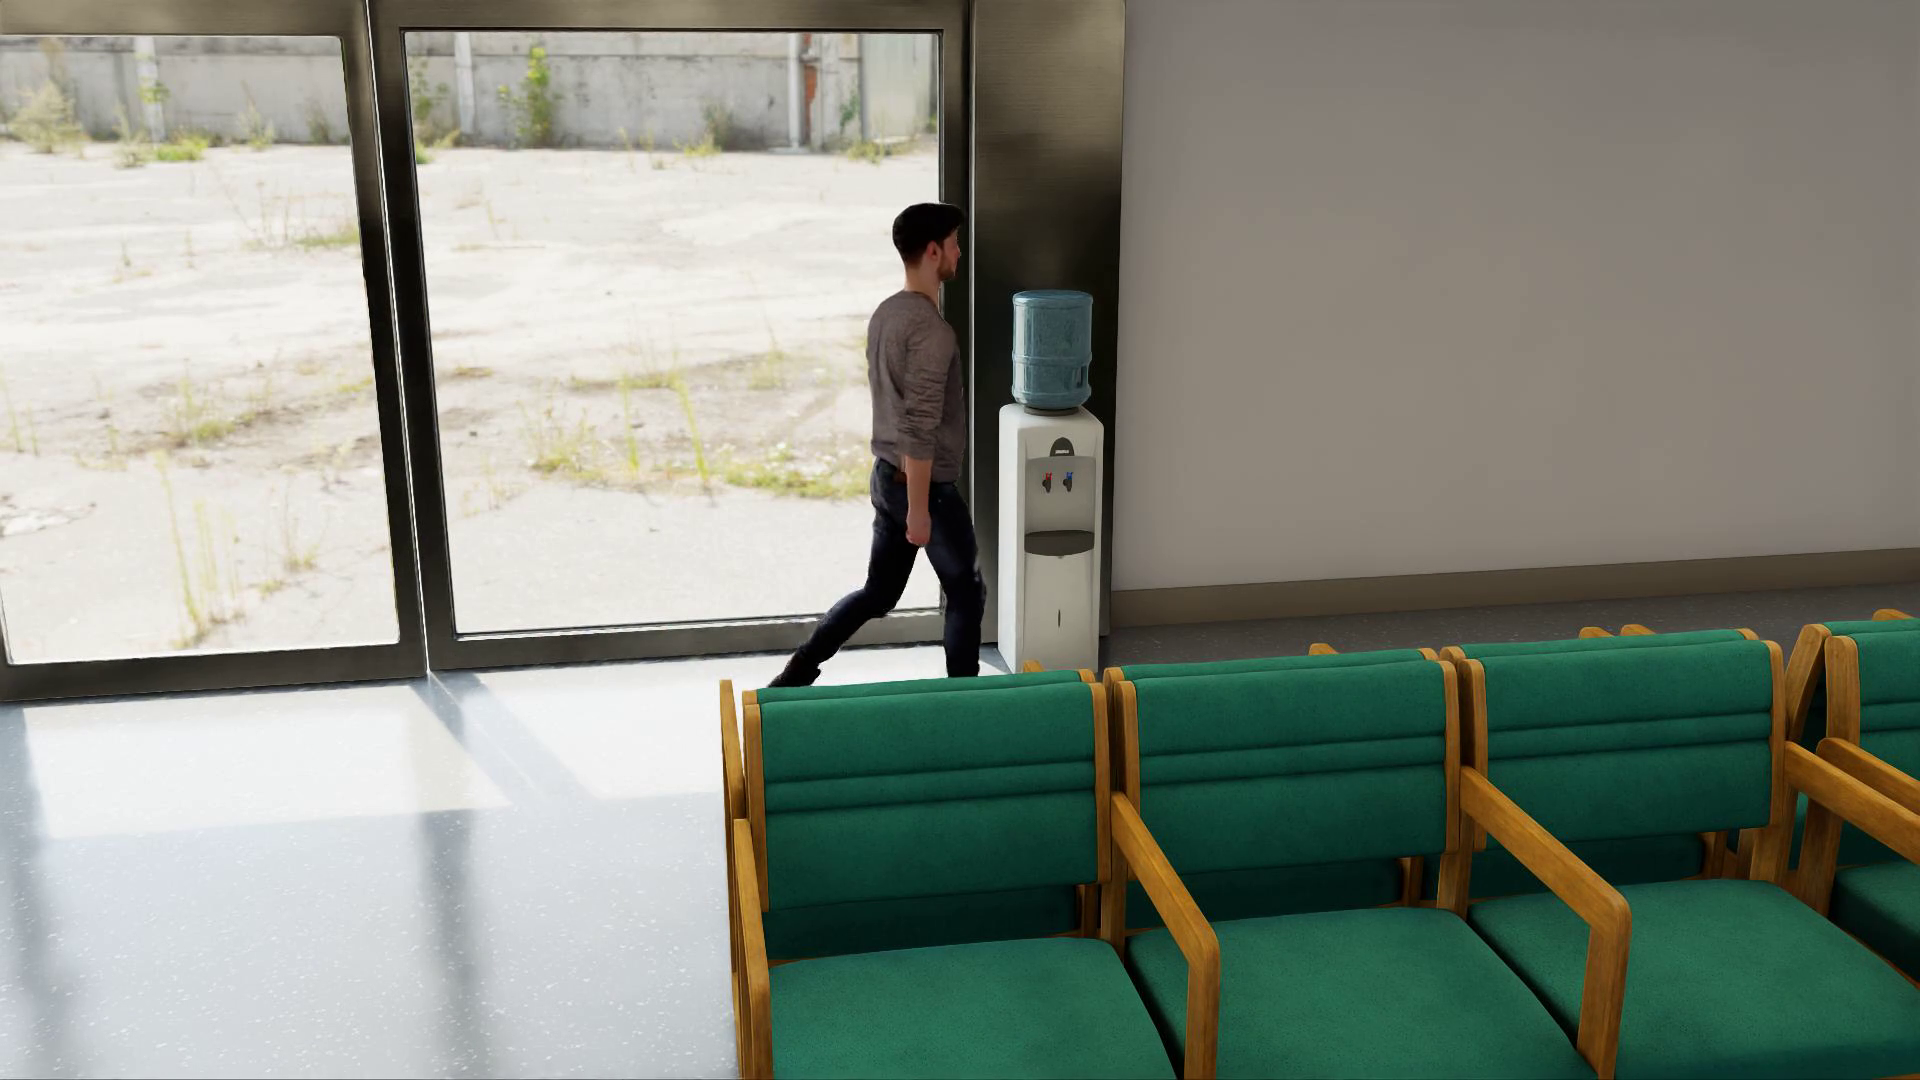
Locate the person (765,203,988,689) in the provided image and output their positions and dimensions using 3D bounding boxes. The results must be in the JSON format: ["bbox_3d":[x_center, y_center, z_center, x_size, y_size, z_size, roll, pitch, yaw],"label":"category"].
[{"bbox_3d":[-0.245,-0.151,5.601,0.904,1.866,1.189,-6,17,-21],"label":"person"}]
